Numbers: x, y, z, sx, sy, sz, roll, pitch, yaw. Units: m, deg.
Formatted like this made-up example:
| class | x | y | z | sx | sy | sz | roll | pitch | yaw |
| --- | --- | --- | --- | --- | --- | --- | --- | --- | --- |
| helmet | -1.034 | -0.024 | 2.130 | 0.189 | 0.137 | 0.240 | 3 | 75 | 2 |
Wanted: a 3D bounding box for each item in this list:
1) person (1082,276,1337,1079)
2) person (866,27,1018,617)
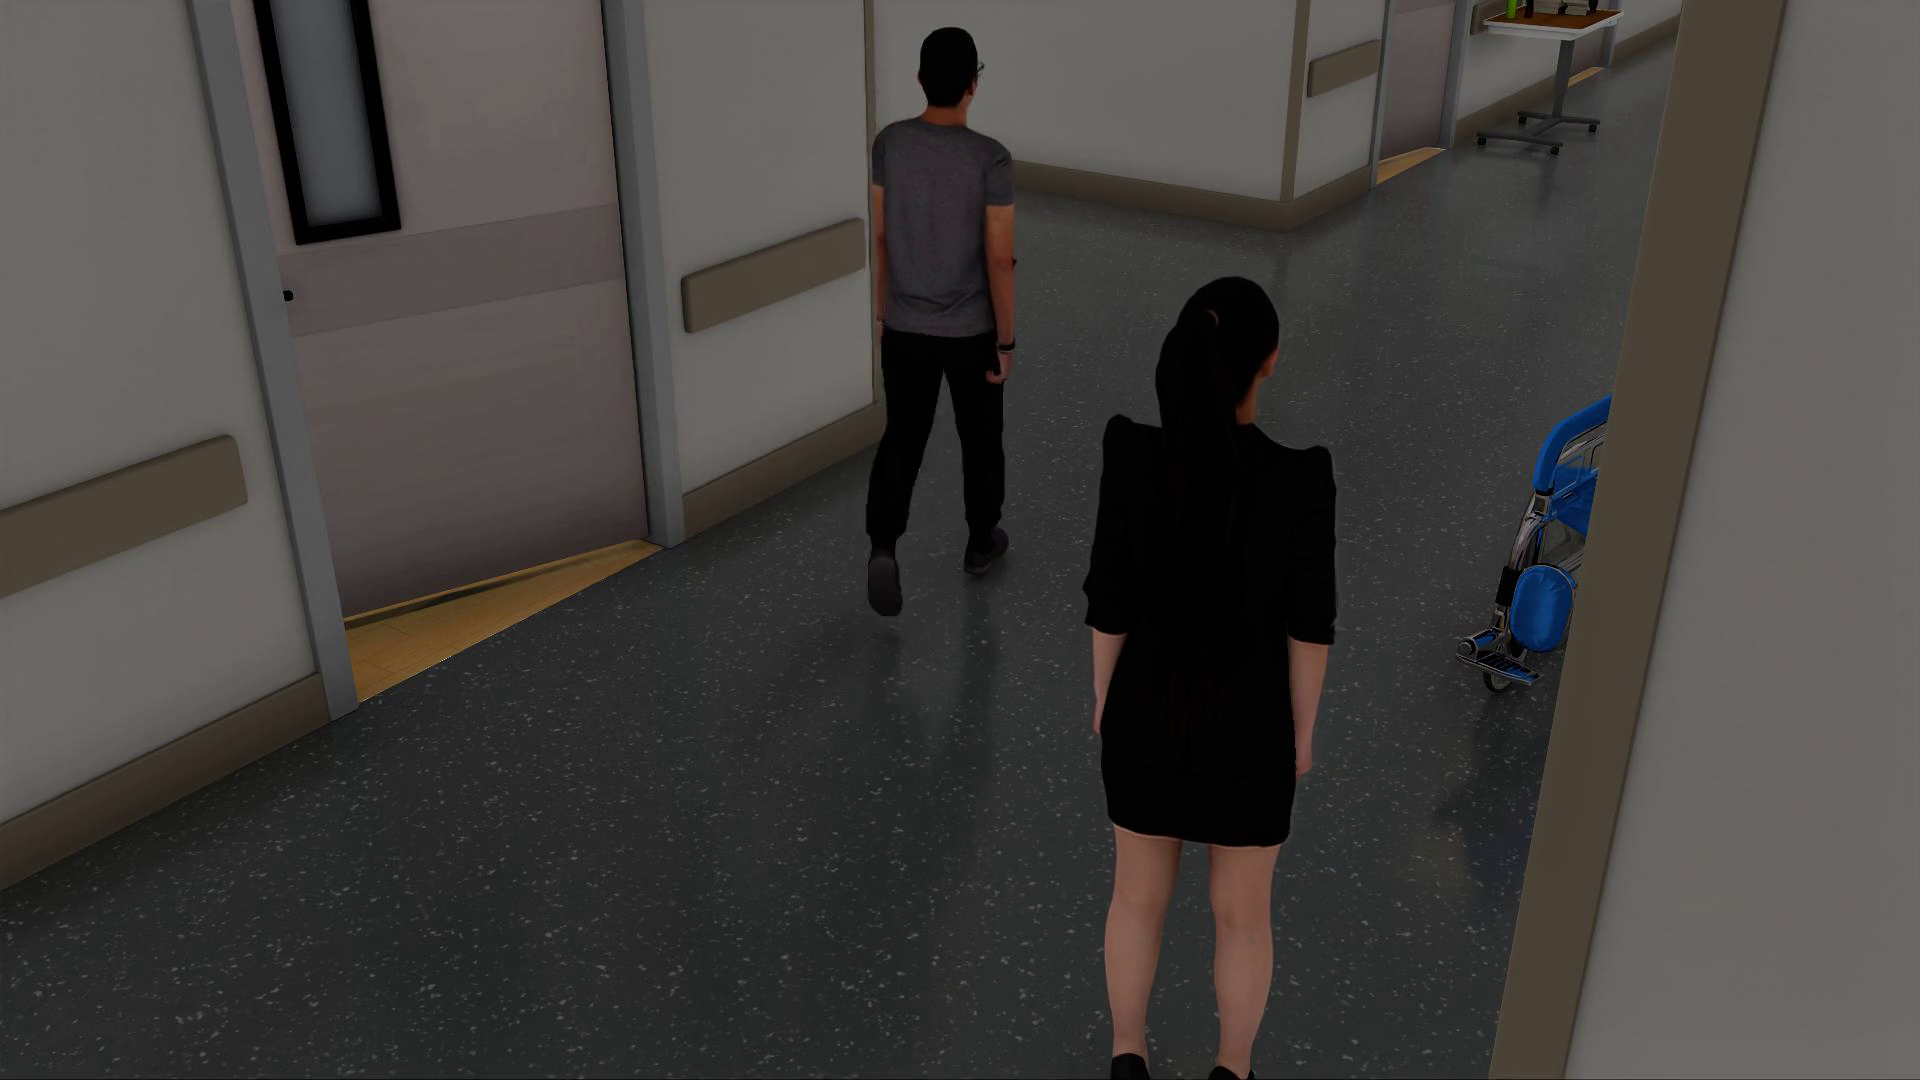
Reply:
| class | x | y | z | sx | sy | sz | roll | pitch | yaw |
| --- | --- | --- | --- | --- | --- | --- | --- | --- | --- |
| person | 0.436 | 0.348 | 3.011 | 0.646 | 1.696 | 0.609 | 9 | 27 | 17 |
| person | -0.085 | -0.603 | 4.942 | 0.837 | 1.731 | 1.093 | 8 | 27 | 15 |
